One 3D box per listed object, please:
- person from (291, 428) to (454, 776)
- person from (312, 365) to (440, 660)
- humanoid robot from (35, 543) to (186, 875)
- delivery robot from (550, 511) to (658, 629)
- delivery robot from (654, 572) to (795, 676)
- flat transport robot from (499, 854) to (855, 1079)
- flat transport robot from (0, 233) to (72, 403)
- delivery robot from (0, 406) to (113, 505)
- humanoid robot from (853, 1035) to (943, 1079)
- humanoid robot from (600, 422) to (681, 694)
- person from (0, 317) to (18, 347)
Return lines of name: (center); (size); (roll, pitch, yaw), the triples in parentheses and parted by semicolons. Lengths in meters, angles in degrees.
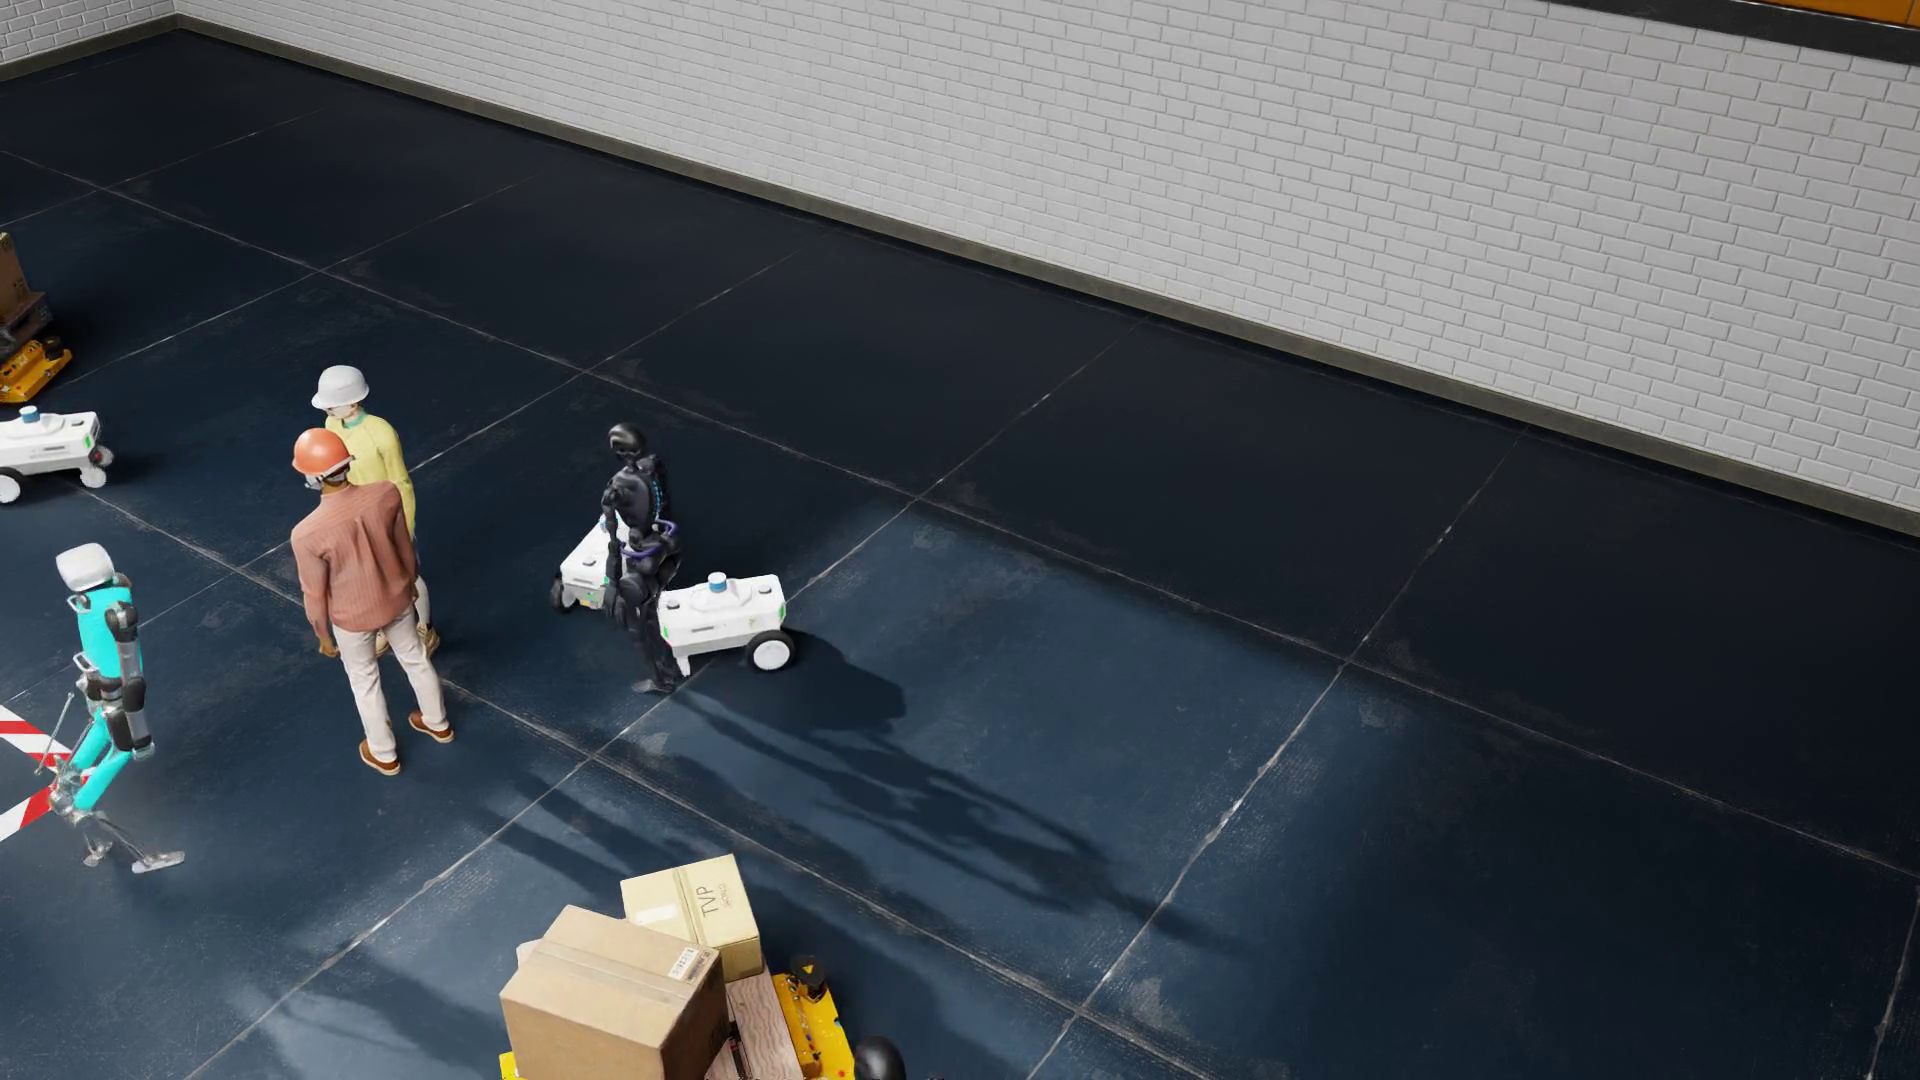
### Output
person: (-2.979, 0.312, 8.327); (0.401, 1.986, 0.620); (27, 43, 33)
person: (-3.160, -0.136, 9.048); (0.474, 1.888, 0.399); (15, 38, 20)
humanoid robot: (-4.069, 0.902, 7.708); (0.802, 1.791, 0.534); (-29, 44, -35)
delivery robot: (-2.048, 0.113, 9.846); (0.499, 0.587, 0.769); (11, 36, 15)
delivery robot: (-1.312, 0.446, 9.393); (0.786, 0.614, 0.525); (-9, 36, -13)
flat transport robot: (-1.197, 2.236, 7.068); (1.431, 0.231, 0.659); (-11, 37, -16)
flat transport robot: (-7.307, -1.249, 12.048); (1.431, 0.231, 0.659); (2, 35, 3)
delivery robot: (-6.012, -0.585, 10.862); (0.806, 0.608, 0.499); (-8, 36, -12)
humanoid robot: (-0.182, 2.330, 5.709); (0.590, 1.639, 0.409); (-20, 40, -27)
humanoid robot: (-1.686, 0.117, 8.871); (0.307, 1.656, 0.608); (15, 38, 20)
person: (-6.523, -1.333, 10.733); (0.661, 1.912, 0.641); (11, 36, 15)
